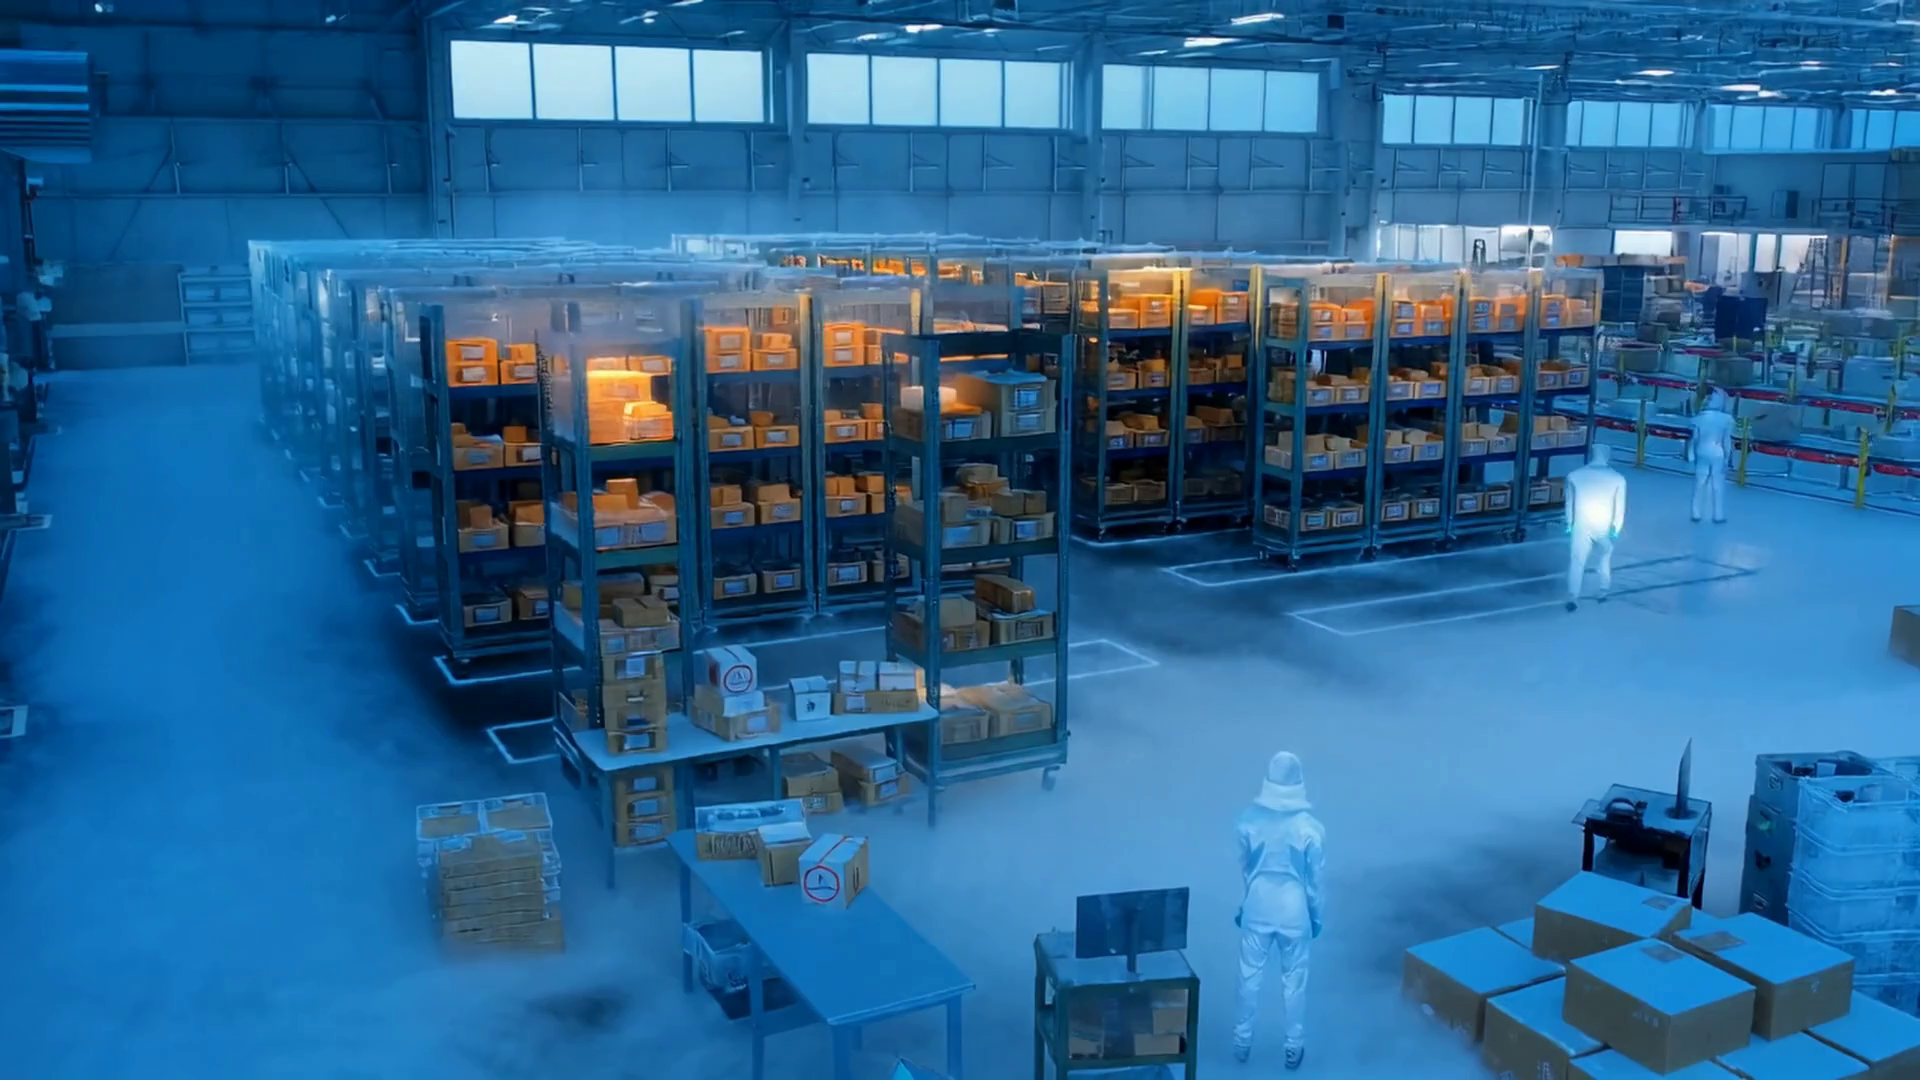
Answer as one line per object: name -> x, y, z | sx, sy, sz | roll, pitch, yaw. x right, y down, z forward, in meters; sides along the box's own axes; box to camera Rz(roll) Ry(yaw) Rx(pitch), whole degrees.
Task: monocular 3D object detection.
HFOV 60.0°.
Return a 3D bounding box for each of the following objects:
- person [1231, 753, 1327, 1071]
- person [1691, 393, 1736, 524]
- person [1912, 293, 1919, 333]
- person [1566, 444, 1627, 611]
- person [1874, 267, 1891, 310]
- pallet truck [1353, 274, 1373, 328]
person -> 1.704, 1.984, 8.936 | 0.485, 1.735, 0.343 | 3, 13, 15
person -> 10.537, -1.143, 23.297 | 0.570, 1.841, 0.372 | 10, 16, 40
person -> 28.046, -6.557, 48.565 | 0.310, 1.868, 0.533 | -1, 12, -7
person -> 7.074, -0.143, 18.597 | 0.642, 1.864, 0.967 | 7, 14, 30
person -> 33.133, -8.905, 59.786 | 0.524, 1.769, 0.309 | 7, 14, 28
pallet truck -> 13.011, -8.050, 55.243 | 0.823, 1.965, 1.885 | -7, 14, -28
